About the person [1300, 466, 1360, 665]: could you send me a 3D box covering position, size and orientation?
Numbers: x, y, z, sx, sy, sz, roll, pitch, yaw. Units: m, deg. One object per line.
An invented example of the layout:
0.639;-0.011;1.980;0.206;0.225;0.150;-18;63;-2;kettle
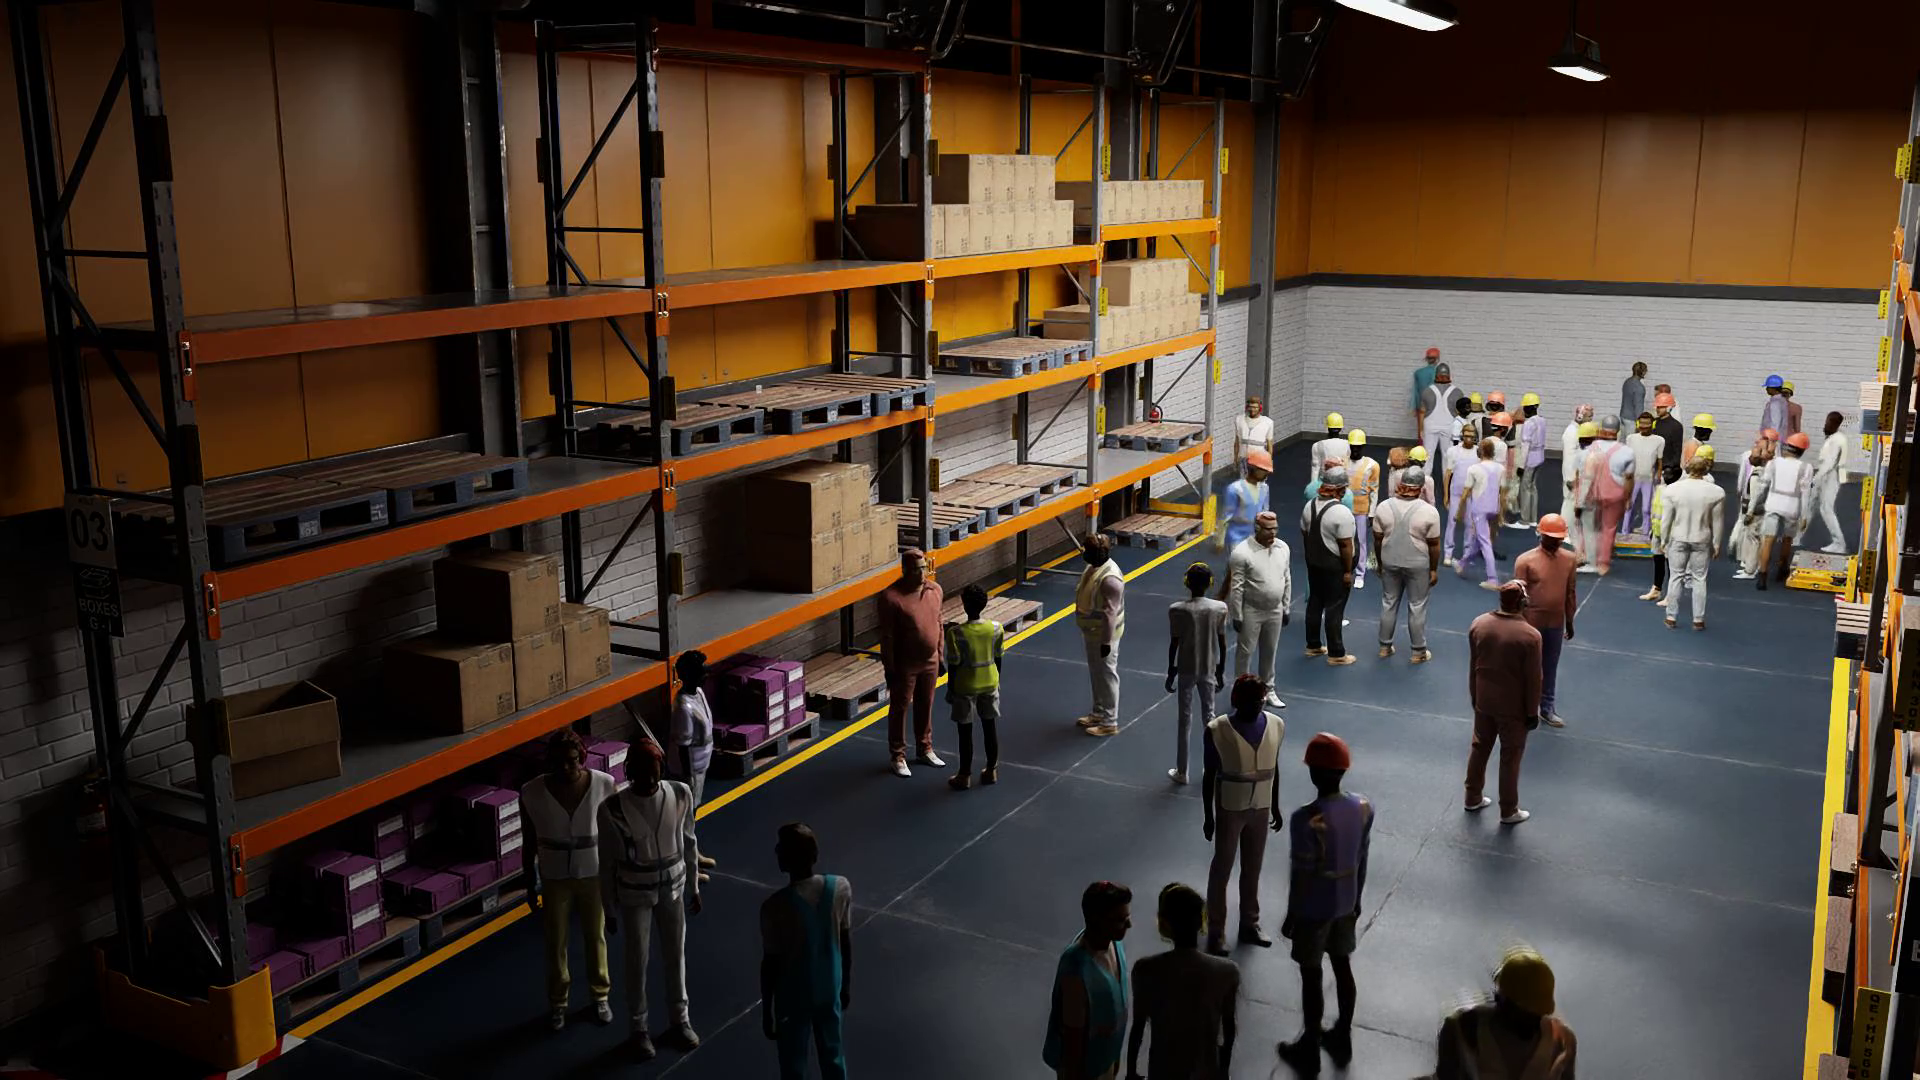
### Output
3.824;0.243;17.021;0.536;2.000;0.673;-6;14;-26;person

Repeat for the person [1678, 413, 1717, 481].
9.480;-0.685;21.466;0.393;1.919;0.582;9;15;34;person

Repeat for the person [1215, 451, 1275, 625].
3.153;0.005;18.214;0.629;1.979;0.986;-11;17;-41;person

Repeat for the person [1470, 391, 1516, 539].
7.228;-1.017;22.692;0.613;2.033;0.410;4;13;17;person

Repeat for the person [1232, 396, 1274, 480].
4.177;-1.140;23.683;0.563;1.836;0.386;8;15;31;person

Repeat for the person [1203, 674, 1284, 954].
1.819;1.742;10.753;0.574;1.841;0.375;-5;14;-21;person

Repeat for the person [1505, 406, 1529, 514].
8.101;-1.149;24.211;0.489;1.617;0.501;-8;15;-33;person

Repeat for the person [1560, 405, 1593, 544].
8.331;-0.889;22.432;0.400;1.896;0.653;10;16;37;person

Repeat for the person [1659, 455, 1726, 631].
8.001;0.028;18.218;0.635;1.936;0.354;5;14;22;person

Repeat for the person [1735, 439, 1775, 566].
10.135;-0.481;21.190;0.314;1.632;0.524;-2;13;-9;person

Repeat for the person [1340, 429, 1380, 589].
4.739;-0.381;20.063;0.588;1.930;0.358;8;15;30;person

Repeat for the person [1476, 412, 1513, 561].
6.915;-0.695;21.490;0.389;1.925;0.550;-2;13;-9;person

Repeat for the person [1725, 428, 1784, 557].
10.280;-0.592;21.500;0.752;1.716;0.608;-10;16;-38;person

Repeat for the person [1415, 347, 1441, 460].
8.129;-2.342;28.743;0.605;1.973;0.460;8;15;33;person

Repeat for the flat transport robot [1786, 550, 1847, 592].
10.578;0.372;20.439;0.652;0.197;1.431;7;14;29;flat transport robot

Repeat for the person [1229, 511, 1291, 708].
2.811;0.658;15.486;0.645;1.900;0.399;-6;14;-25;person

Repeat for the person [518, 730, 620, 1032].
-2.274;1.972;9.752;0.564;1.838;0.388;-4;13;-17;person

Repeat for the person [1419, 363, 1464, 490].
7.502;-1.762;25.999;0.677;2.000;0.535;3;13;13;person

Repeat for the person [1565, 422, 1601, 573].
7.776;-0.524;20.751;0.545;1.903;0.606;5;13;20;person

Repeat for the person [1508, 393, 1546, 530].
7.987;-1.107;23.356;0.399;1.913;0.595;10;16;38;person

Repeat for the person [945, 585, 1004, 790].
0.116;1.194;13.541;0.535;1.697;0.318;-7;14;-28;person

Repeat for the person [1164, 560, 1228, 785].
1.934;1.085;13.639;0.513;1.872;0.328;-2;13;-8;person

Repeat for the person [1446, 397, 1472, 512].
7.390;-1.269;24.569;0.316;1.695;0.542;8;15;30;person

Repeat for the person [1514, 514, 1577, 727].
5.261;0.728;14.984;0.614;1.987;0.408;-3;13;-13;person

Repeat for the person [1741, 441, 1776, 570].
10.084;-0.444;21.023;0.318;1.631;0.518;6;14;24;person

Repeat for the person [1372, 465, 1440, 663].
4.604;0.232;17.068;0.688;2.000;0.539;9;15;34;person

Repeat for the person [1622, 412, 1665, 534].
8.987;-0.769;21.939;0.518;1.872;0.326;6;14;26;person

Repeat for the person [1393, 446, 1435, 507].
5.405;-0.242;19.813;0.525;1.769;0.313;11;16;39;person

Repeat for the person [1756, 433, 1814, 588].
9.945;-0.366;20.123;0.639;1.881;0.969;11;16;40;person

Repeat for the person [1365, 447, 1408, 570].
5.402;-0.364;20.762;0.839;1.587;0.506;-3;13;-12;person

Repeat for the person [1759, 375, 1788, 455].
12.283;-1.531;25.181;0.407;1.942;0.615;8;15;31;person

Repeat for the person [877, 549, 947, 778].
-0.371;1.010;13.891;0.641;1.908;0.407;-10;16;-38;person

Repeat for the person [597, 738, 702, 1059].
-1.758;2.017;9.454;0.586;1.879;0.359;-8;15;-31;person

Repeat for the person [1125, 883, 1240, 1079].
1.006;2.465;7.610;0.494;1.814;0.902;3;13;11;person

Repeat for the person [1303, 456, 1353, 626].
4.084;0.013;18.384;0.398;1.899;0.652;-10;16;-38;person

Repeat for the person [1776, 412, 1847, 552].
11.363;-0.768;21.950;0.791;1.865;0.601;4;13;16;person

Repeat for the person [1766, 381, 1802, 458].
12.787;-1.596;25.913;0.532;1.754;0.340;6;14;24;person

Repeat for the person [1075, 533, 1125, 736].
1.239;0.834;14.859;0.431;1.836;0.619;-3;13;-15;person

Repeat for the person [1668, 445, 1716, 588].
8.888;-0.288;20.102;0.360;1.736;0.488;-5;14;-22;person

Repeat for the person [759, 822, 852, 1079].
-0.768;2.286;8.336;0.518;1.840;0.348;-8;15;-33;person

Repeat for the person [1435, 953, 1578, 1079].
2.300;2.580;7.071;0.606;1.809;0.423;1;13;6;person

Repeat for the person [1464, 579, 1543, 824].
4.234;1.236;12.912;0.398;1.900;0.641;-9;15;-34;person

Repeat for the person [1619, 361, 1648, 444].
10.941;-1.946;27.089;0.373;1.932;0.628;0;13;1;person

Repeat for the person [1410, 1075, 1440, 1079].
1.758;2.823;6.053;0.626;1.795;0.969;-7;14;-28;person

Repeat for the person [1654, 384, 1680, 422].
10.683;-1.475;25.265;0.685;1.812;0.507;-12;17;-43;person

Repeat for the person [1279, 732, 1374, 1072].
2.028;2.015;9.328;0.551;1.933;0.378;-7;14;-29;person

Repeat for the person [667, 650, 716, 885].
-1.906;1.593;11.780;0.321;1.690;0.537;0;13;0;person

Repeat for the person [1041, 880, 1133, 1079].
0.589;2.430;7.700;0.394;1.836;0.561;5;14;22;person

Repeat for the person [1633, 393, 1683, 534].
9.603;-1.028;22.816;0.381;1.994;0.613;-5;13;-20;person

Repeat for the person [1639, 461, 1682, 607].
8.159;-0.075;19.221;0.316;1.697;0.541;-3;13;-13;person

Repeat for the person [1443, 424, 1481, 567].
6.396;-0.568;21.096;0.517;1.842;0.326;1;13;6;person

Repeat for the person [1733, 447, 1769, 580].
9.774;-0.329;20.479;0.307;1.645;0.518;8;15;33;person

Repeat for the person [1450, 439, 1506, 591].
6.282;-0.340;20.166;0.520;1.787;0.978;-5;14;-23;person

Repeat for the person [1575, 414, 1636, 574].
8.047;-0.583;20.721;0.691;2.000;0.537;9;15;34;person

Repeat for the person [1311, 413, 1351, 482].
4.778;-0.670;21.358;0.588;1.930;0.364;0;13;-2;person
